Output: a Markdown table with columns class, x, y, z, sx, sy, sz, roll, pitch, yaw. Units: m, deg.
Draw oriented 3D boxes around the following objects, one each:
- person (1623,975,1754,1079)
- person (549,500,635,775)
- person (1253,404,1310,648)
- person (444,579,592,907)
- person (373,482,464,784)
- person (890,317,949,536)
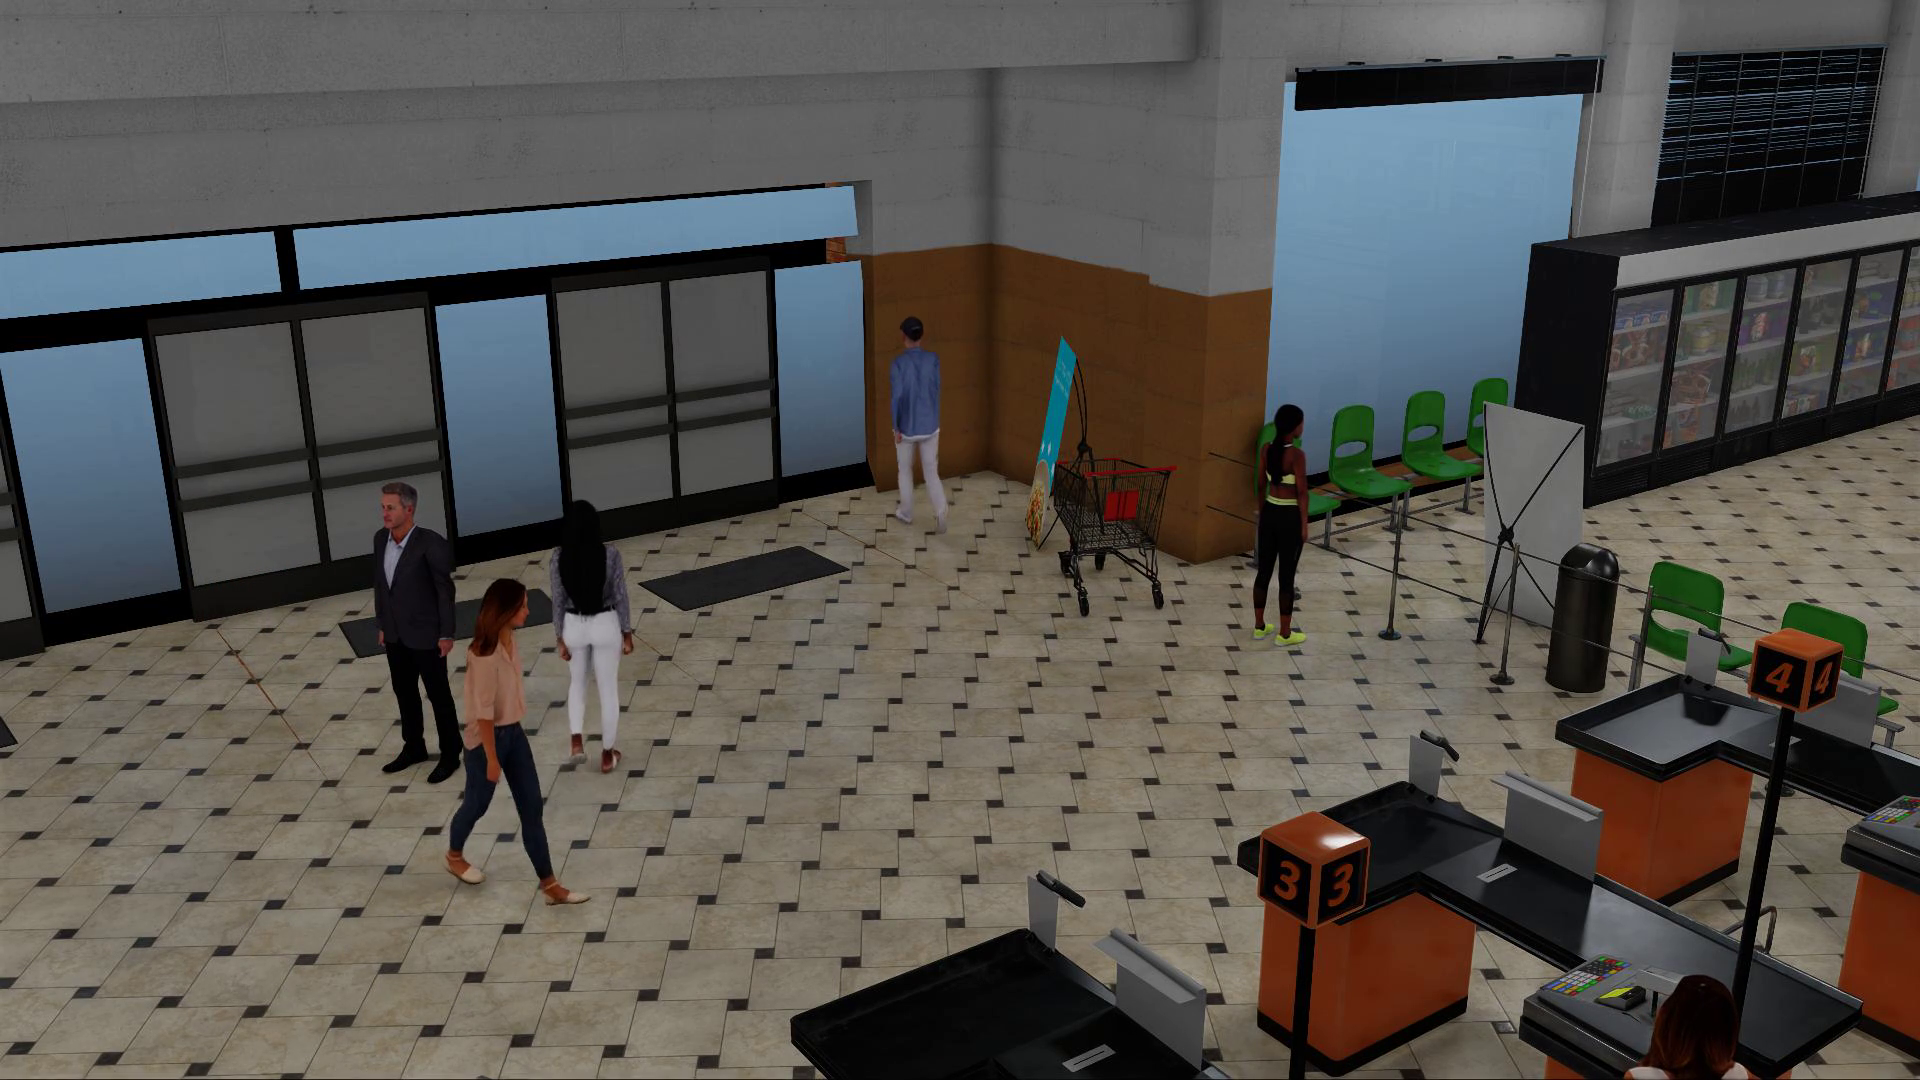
| class | x | y | z | sx | sy | sz | roll | pitch | yaw |
| --- | --- | --- | --- | --- | --- | --- | --- | --- | --- |
| person | 2.199 | 2.148 | 5.178 | 0.673 | 1.785 | 0.691 | -1 | 19 | -3 |
| person | -2.195 | 0.612 | 9.844 | 0.776 | 1.714 | 0.839 | 1 | 19 | 2 |
| person | 2.291 | -0.107 | 11.911 | 0.653 | 1.755 | 0.495 | -17 | 25 | -42 |
| person | -2.444 | 1.057 | 8.496 | 1.212 | 1.732 | 1.065 | 6 | 20 | 17 |
| person | -3.247 | 0.528 | 9.894 | 0.736 | 1.840 | 0.876 | 8 | 20 | 23 |
| person | -0.332 | -0.962 | 14.276 | 0.837 | 1.864 | 1.161 | -7 | 20 | -19 |
